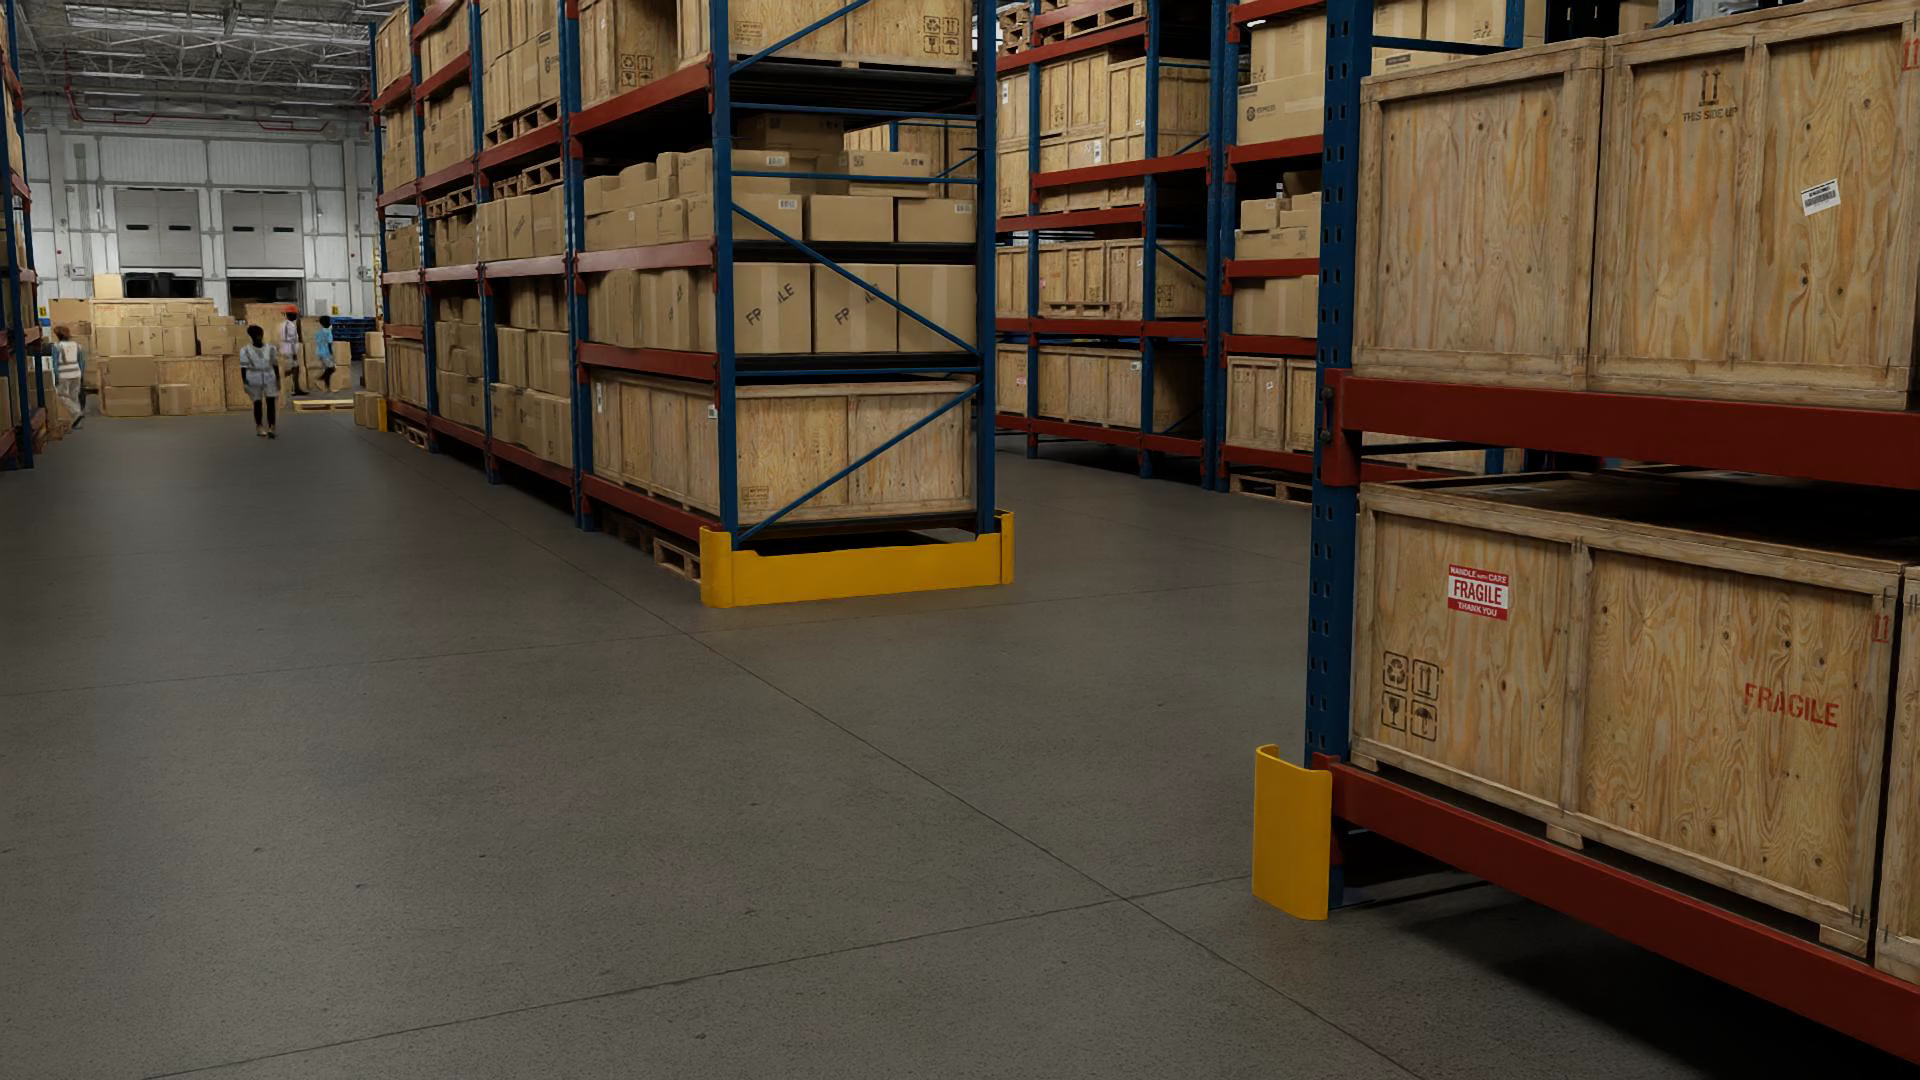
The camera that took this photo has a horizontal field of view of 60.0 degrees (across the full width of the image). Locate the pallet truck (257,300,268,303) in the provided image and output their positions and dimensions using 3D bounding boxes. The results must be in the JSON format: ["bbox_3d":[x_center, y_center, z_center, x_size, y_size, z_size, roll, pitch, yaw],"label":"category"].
[{"bbox_3d":[-23.913,-7.404,58.171,1.885,1.965,0.823,-1,8,-9],"label":"pallet truck"}]

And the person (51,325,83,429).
[{"bbox_3d":[-13.798,-2.519,25.735,0.394,1.620,0.544,3,9,22],"label":"person"}]

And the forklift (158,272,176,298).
[{"bbox_3d":[-24.191,-6.780,50.842,1.873,2.768,1.129,-3,9,-19],"label":"forklift"}]

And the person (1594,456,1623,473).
[{"bbox_3d":[4.328,-0.529,11.478,0.963,1.797,0.620,-7,11,-41],"label":"person"}]

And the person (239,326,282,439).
[{"bbox_3d":[-10.114,-2.286,24.090,0.589,1.629,0.875,-5,10,-30],"label":"person"}]

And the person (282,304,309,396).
[{"bbox_3d":[-13.970,-3.933,34.557,0.680,1.919,0.541,-5,10,-30],"label":"person"}]

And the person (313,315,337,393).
[{"bbox_3d":[-13.562,-3.958,35.465,0.448,1.685,0.547,-7,11,-41],"label":"person"}]
